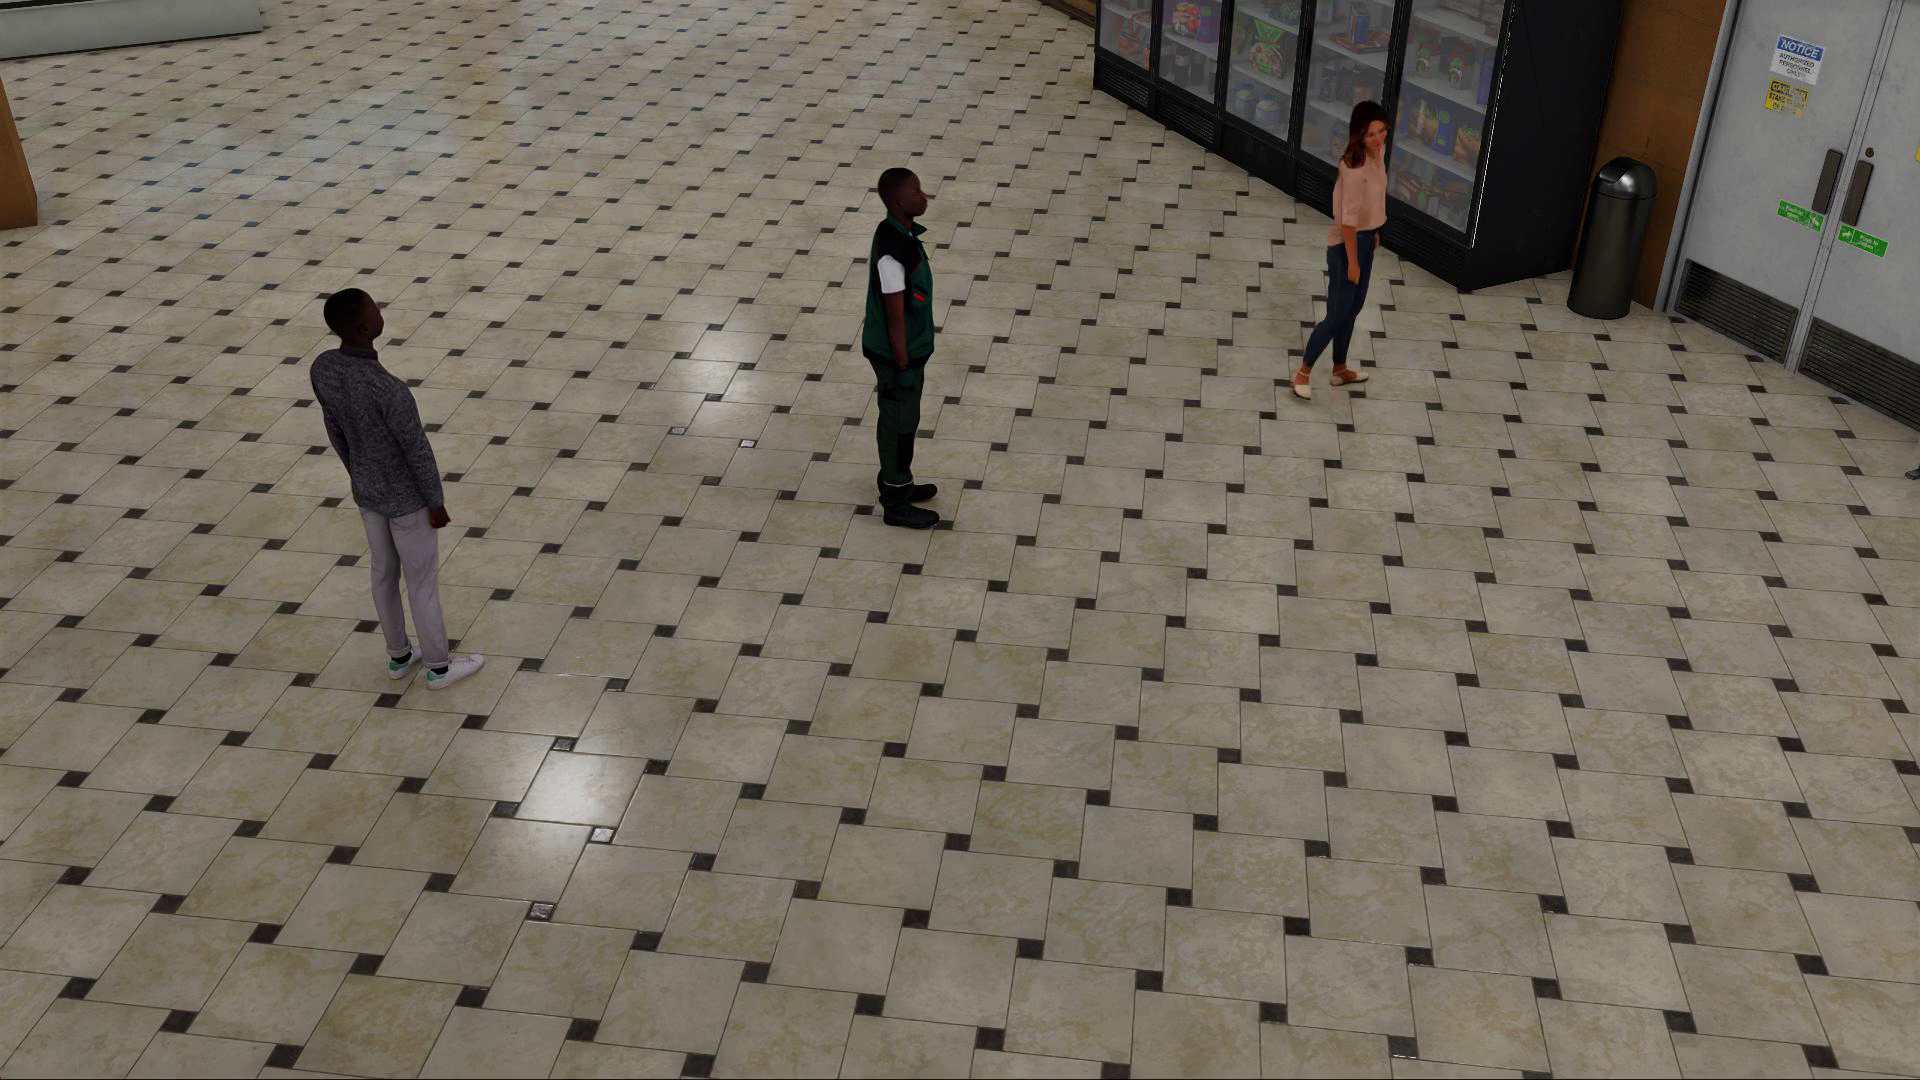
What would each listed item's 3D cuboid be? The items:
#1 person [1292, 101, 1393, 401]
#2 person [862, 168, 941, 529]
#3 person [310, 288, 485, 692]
[{"bbox_3d":[2.227,-1.662,9.398,0.899,1.761,0.784,8,33,13],"label":"person"},{"bbox_3d":[-0.296,-0.938,8.160,0.760,1.839,0.775,0,32,-1],"label":"person"},{"bbox_3d":[-2.392,-0.194,6.965,0.757,1.839,0.770,17,36,25],"label":"person"}]
